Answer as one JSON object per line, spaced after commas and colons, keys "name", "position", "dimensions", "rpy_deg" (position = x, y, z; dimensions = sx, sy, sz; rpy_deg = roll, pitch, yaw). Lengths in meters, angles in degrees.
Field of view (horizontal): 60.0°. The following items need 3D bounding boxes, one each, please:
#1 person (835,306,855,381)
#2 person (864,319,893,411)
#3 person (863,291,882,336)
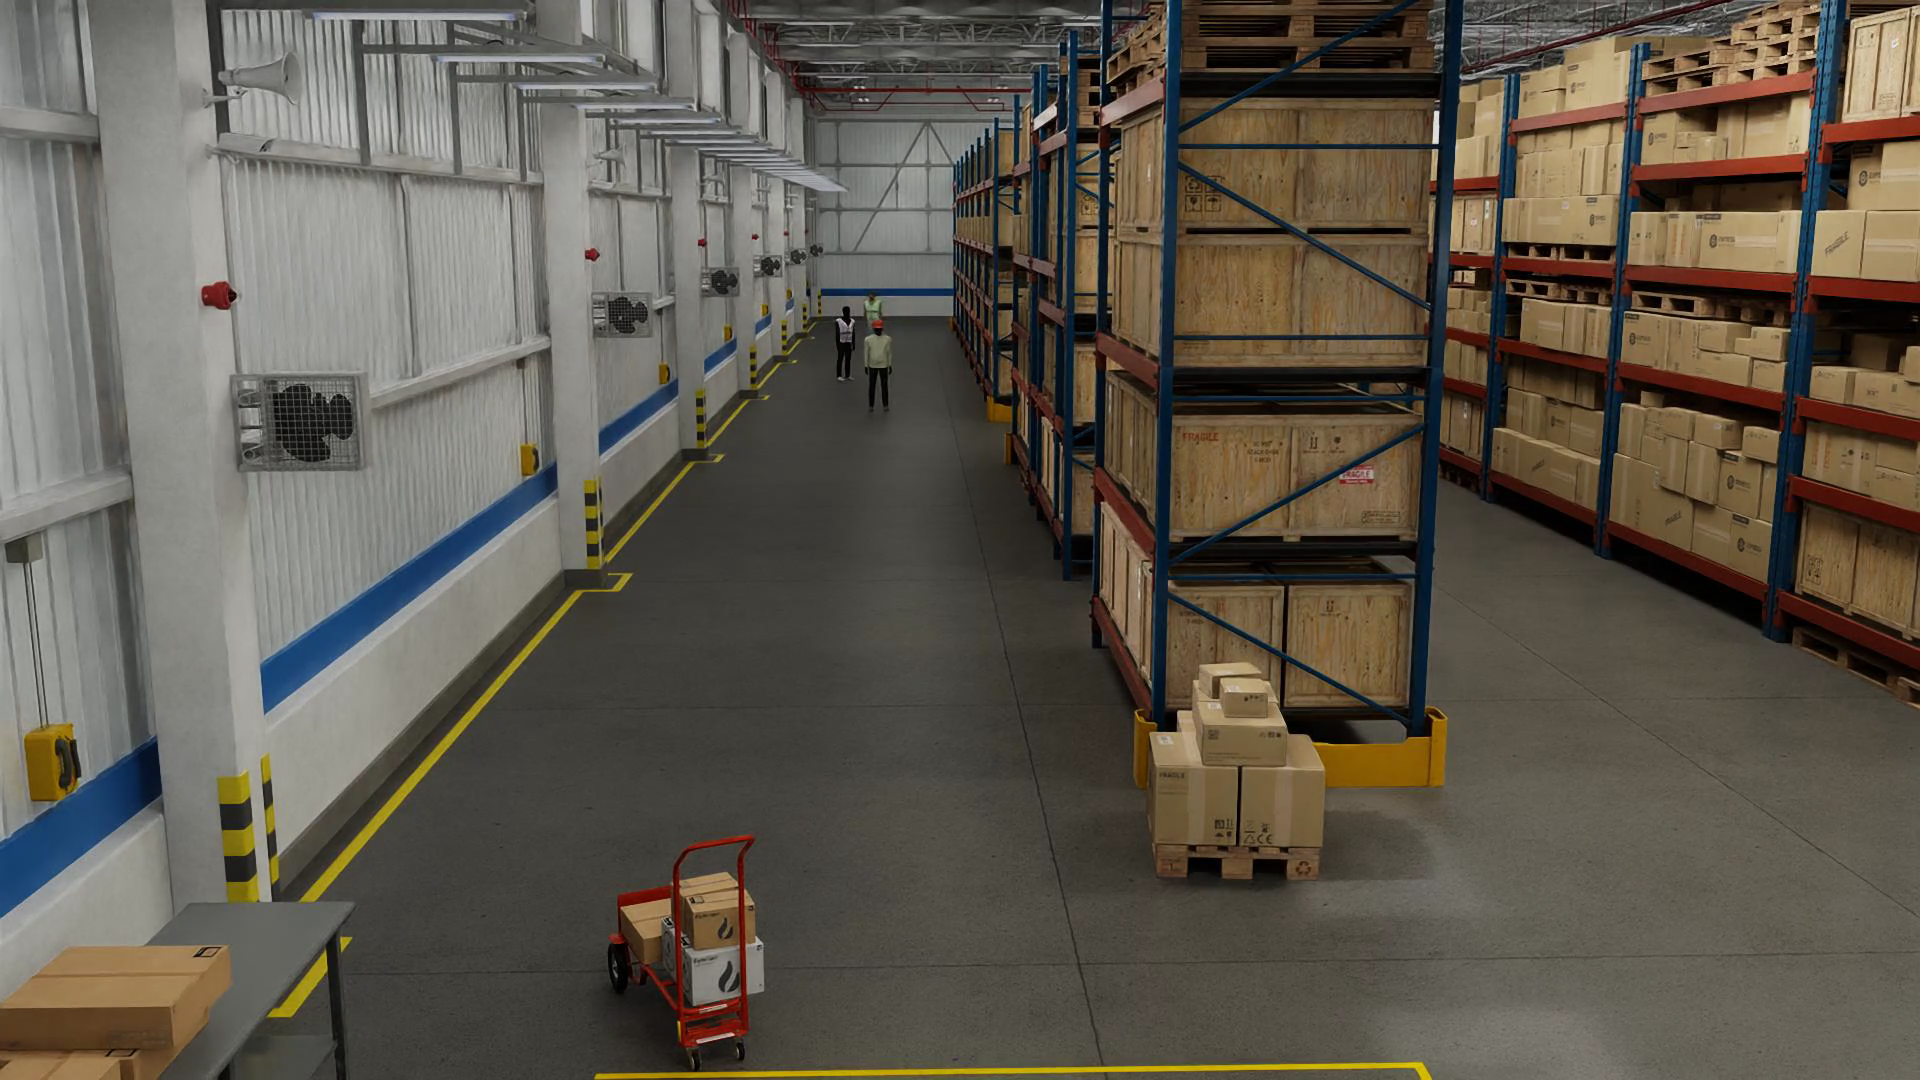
{"name": "person", "position": [-2.940, -5.024, 42.533], "dimensions": [0.591, 1.910, 0.397], "rpy_deg": [-9, 14, -40]}
{"name": "person", "position": [-1.744, -3.740, 35.650], "dimensions": [0.619, 1.986, 0.407], "rpy_deg": [-1, 11, -7]}
{"name": "person", "position": [-2.811, -7.064, 53.338], "dimensions": [0.614, 1.821, 0.578], "rpy_deg": [1, 11, 5]}
